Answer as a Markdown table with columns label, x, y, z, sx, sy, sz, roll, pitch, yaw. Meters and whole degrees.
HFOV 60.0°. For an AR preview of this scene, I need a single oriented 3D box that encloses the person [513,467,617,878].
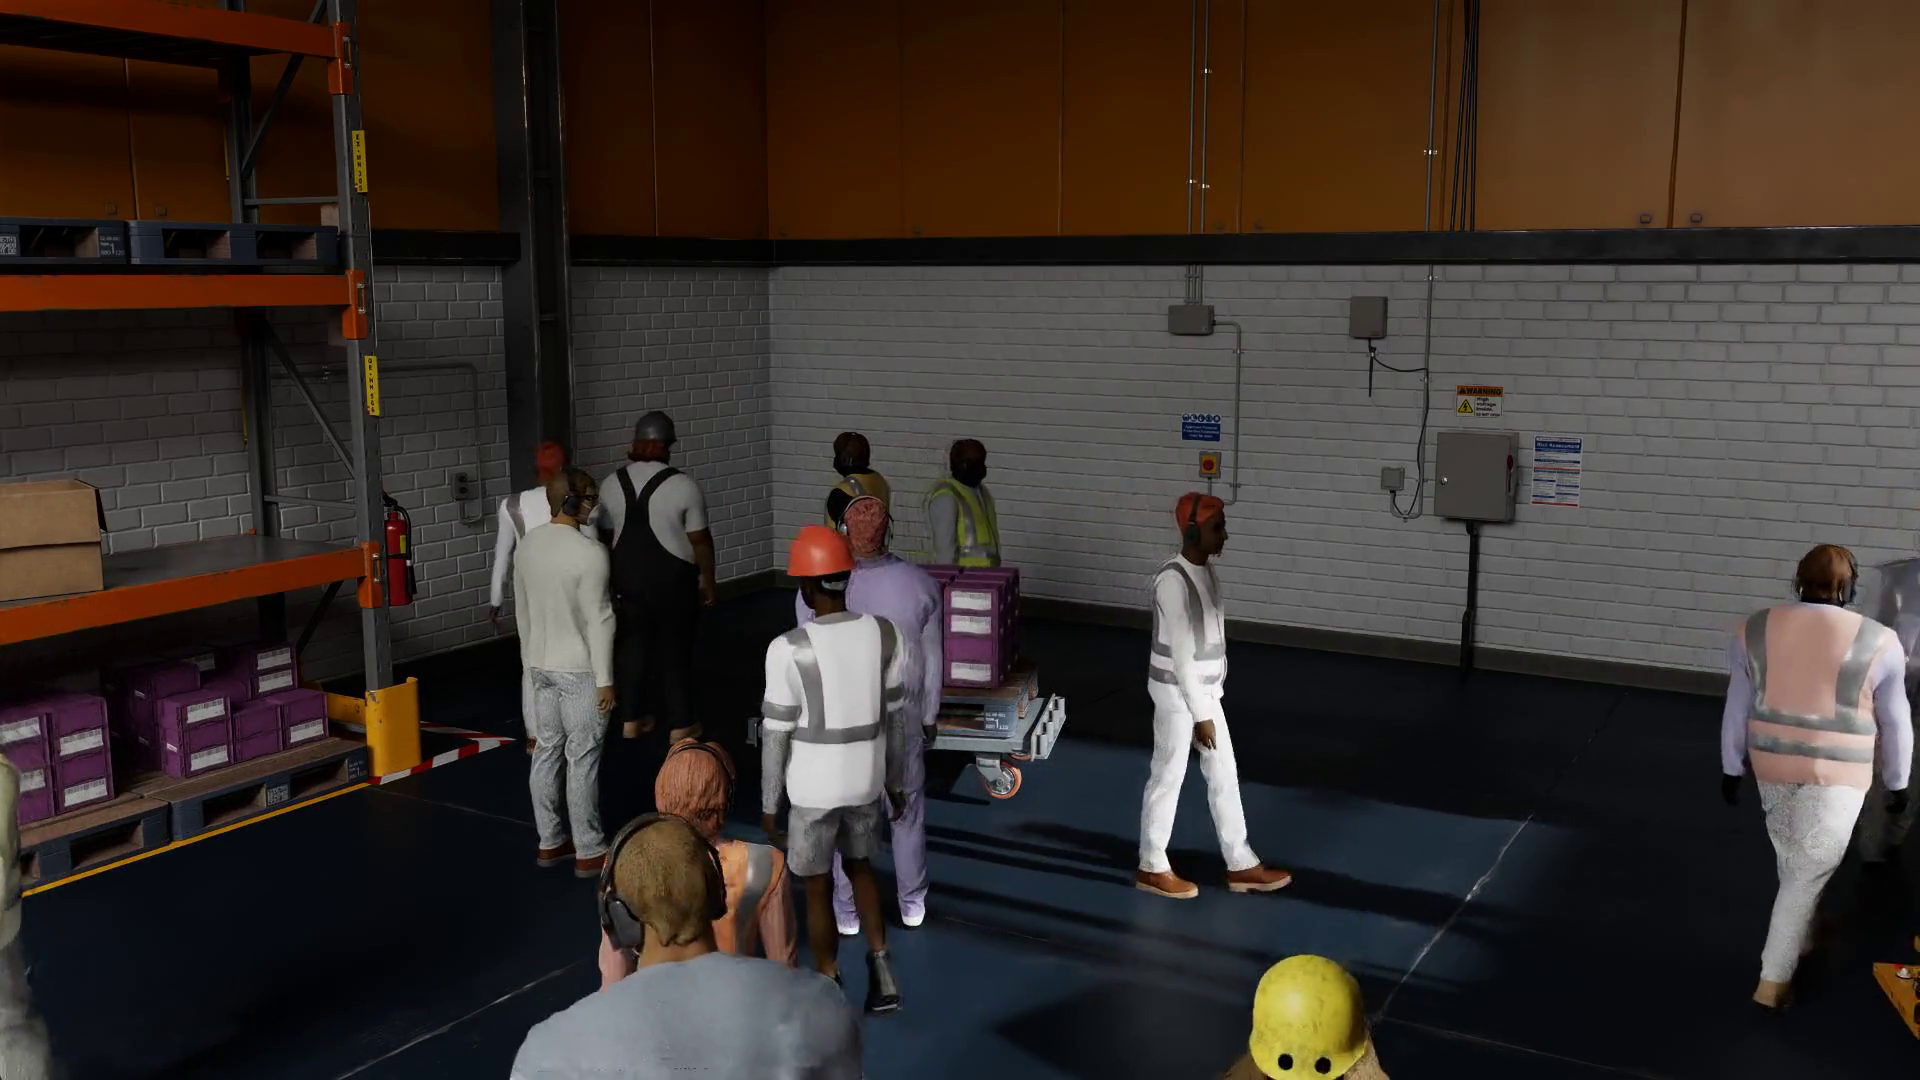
| label | x | y | z | sx | sy | sz | roll | pitch | yaw |
| --- | --- | --- | --- | --- | --- | --- | --- | --- | --- |
| person | -1.849 | 0.620 | 7.878 | 0.628 | 1.936 | 0.375 | 7 | 12 | 39 |

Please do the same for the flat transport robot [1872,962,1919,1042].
| label | x | y | z | sx | sy | sz | roll | pitch | yaw |
| --- | --- | --- | --- | --- | --- | --- | --- | --- | --- |
| flat transport robot | 4.253 | 1.728 | 6.143 | 1.431 | 0.197 | 0.652 | 2 | 9 | 14 |

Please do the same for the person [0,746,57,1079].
| label | x | y | z | sx | sy | sz | roll | pitch | yaw |
| --- | --- | --- | --- | --- | --- | --- | --- | --- | --- |
| person | -3.068 | 1.173 | 4.863 | 0.626 | 1.788 | 0.890 | 4 | 10 | 22 |

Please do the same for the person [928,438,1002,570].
| label | x | y | z | sx | sy | sz | roll | pitch | yaw |
| --- | --- | --- | --- | --- | --- | --- | --- | --- | --- |
| person | -0.012 | 0.238 | 10.687 | 0.932 | 1.806 | 0.637 | 5 | 11 | 30 |

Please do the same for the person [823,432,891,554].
| label | x | y | z | sx | sy | sz | roll | pitch | yaw |
| --- | --- | --- | --- | --- | --- | --- | --- | --- | --- |
| person | -0.676 | 0.229 | 10.612 | 0.429 | 1.841 | 0.633 | 4 | 10 | 21 |

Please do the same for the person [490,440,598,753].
| label | x | y | z | sx | sy | sz | roll | pitch | yaw |
| --- | --- | --- | --- | --- | --- | --- | --- | --- | --- |
| person | -2.448 | 0.352 | 9.781 | 0.691 | 1.872 | 0.468 | -1 | 9 | -6 |

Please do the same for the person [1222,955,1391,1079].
| label | x | y | z | sx | sy | sz | roll | pitch | yaw |
| --- | --- | --- | --- | --- | --- | --- | --- | --- | --- |
| person | 0.570 | 1.540 | 2.866 | 0.491 | 1.697 | 0.891 | 4 | 10 | 21 |

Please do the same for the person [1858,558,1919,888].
| label | x | y | z | sx | sy | sz | roll | pitch | yaw |
| --- | --- | --- | --- | --- | --- | --- | --- | --- | --- |
| person | 4.419 | 0.734 | 7.681 | 0.662 | 1.771 | 0.763 | 4 | 10 | 24 |

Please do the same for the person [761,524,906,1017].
| label | x | y | z | sx | sy | sz | roll | pitch | yaw |
| --- | --- | --- | --- | --- | --- | --- | --- | --- | --- |
| person | -0.463 | 0.899 | 6.150 | 0.576 | 1.925 | 0.450 | -6 | 11 | -31 |

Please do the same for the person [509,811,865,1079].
| label | x | y | z | sx | sy | sz | roll | pitch | yaw |
| --- | --- | --- | --- | --- | --- | --- | --- | --- | --- |
| person | -0.477 | 1.437 | 3.042 | 0.633 | 1.850 | 1.094 | -4 | 10 | -24 |

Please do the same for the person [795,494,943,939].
| label | x | y | z | sx | sy | sz | roll | pitch | yaw |
| --- | --- | --- | --- | --- | --- | --- | --- | --- | --- |
| person | -0.393 | 0.753 | 7.137 | 0.643 | 1.910 | 0.400 | -2 | 9 | -14 |

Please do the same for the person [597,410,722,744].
| label | x | y | z | sx | sy | sz | roll | pitch | yaw |
| --- | --- | --- | --- | --- | --- | --- | --- | --- | --- |
| person | -1.798 | 0.221 | 10.040 | 0.697 | 2.000 | 0.537 | 3 | 10 | 20 |

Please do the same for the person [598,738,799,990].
| label | x | y | z | sx | sy | sz | roll | pitch | yaw |
| --- | --- | --- | --- | --- | --- | --- | --- | --- | --- |
| person | -0.677 | 1.329 | 4.371 | 0.522 | 1.640 | 0.306 | -1 | 9 | -8 |

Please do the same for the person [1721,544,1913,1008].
| label | x | y | z | sx | sy | sz | roll | pitch | yaw |
| --- | --- | --- | --- | --- | --- | --- | --- | --- | --- |
| person | 3.374 | 0.905 | 6.589 | 1.004 | 1.782 | 0.644 | -9 | 13 | -44 |

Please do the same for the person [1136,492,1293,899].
| label | x | y | z | sx | sy | sz | roll | pitch | yaw |
| --- | --- | --- | --- | --- | --- | --- | --- | --- | --- |
| person | 1.128 | 0.725 | 7.480 | 0.649 | 1.871 | 0.587 | 5 | 10 | 29 |
